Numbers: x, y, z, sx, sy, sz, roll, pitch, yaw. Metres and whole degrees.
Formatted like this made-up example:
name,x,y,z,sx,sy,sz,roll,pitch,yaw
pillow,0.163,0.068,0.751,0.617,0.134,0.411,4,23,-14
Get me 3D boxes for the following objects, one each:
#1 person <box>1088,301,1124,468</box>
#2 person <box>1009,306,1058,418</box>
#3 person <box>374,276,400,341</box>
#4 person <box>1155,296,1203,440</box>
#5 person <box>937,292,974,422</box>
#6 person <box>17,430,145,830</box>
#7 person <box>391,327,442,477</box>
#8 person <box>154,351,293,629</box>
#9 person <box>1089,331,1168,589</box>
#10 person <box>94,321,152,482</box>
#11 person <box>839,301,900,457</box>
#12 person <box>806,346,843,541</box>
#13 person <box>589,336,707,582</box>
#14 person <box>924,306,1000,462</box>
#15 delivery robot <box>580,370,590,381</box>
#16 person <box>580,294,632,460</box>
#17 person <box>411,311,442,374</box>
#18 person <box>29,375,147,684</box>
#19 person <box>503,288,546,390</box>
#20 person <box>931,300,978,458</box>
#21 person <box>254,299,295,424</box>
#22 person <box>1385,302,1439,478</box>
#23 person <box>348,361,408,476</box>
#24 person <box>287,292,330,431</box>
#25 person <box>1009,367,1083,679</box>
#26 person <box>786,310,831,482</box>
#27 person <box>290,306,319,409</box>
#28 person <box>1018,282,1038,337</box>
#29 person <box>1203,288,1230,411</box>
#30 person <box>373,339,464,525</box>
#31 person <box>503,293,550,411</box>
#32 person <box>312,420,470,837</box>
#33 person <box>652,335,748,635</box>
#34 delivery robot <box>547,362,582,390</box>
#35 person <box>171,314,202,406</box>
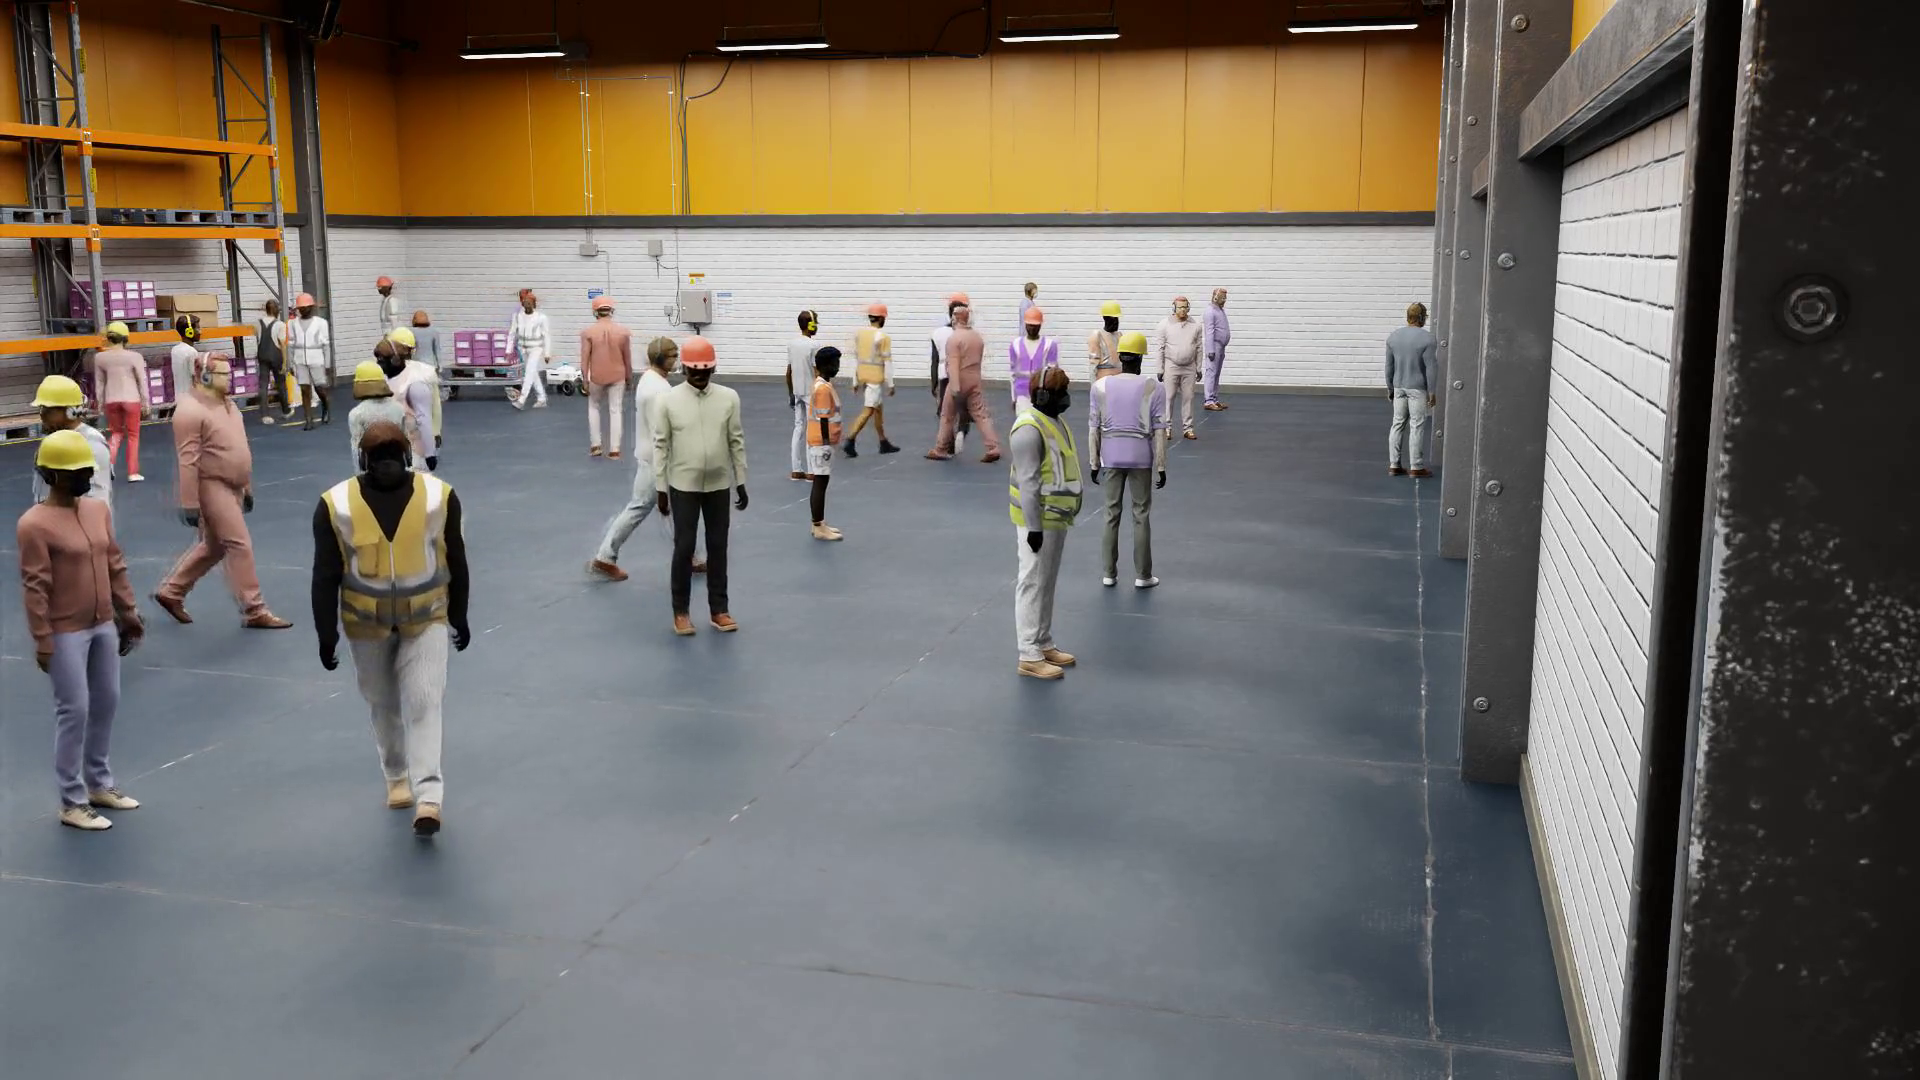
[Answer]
name,x,y,z,sx,sy,sz,roll,pitch,yaw
person,1.729,-1.807,19.304,0.379,1.924,0.594,9,13,40
person,0.820,-1.635,18.397,0.544,1.915,0.742,2,10,9
person,-10.195,-3.737,29.955,0.609,2.031,0.609,-7,12,-33
person,2.907,-2.268,22.006,0.645,1.903,0.401,-2,10,-10
person,-0.019,-2.674,24.349,0.558,1.893,1.019,-7,12,-36
person,-3.879,0.389,7.335,0.346,1.762,0.540,2,10,11
person,-4.962,-0.989,14.940,0.600,1.831,0.404,-3,11,-19
person,-4.996,-0.329,11.108,0.932,1.873,0.655,0,10,1
person,1.262,-0.596,12.450,0.594,1.924,0.381,3,11,19
person,-9.041,-1.481,17.955,0.537,1.758,0.424,0,10,0
person,-1.116,-1.961,20.277,0.971,1.895,0.552,-9,14,-42
person,-1.183,-0.843,14.516,0.325,1.690,0.536,-1,10,-7
person,-2.362,-0.614,12.688,1.031,1.893,0.629,-2,10,-10
person,0.065,-1.834,19.706,1.019,1.856,0.651,8,13,39
delivery robot,-6.106,-2.781,28.436,0.707,0.478,0.477,0,10,1
person,-4.252,-1.955,20.000,0.633,1.971,0.622,-4,11,-21
person,-8.069,-2.639,24.970,0.519,1.581,0.877,-7,12,-33
person,-5.159,-0.077,9.844,0.600,1.817,0.579,7,12,33
person,-7.809,-3.575,29.634,0.791,1.822,0.575,-2,10,-14
person,-0.063,-1.919,20.005,0.605,1.903,0.546,1,10,5
person,-9.970,-2.593,24.171,0.495,1.783,0.984,0,10,0
person,4.997,-1.655,18.413,0.354,1.937,0.635,-9,13,-40
person,-4.305,-0.457,12.275,0.759,1.717,0.505,9,13,41
person,-9.073,-2.496,23.228,0.556,1.924,0.562,-1,10,-5
person,0.520,-0.112,9.950,0.430,1.845,0.620,4,11,20
person,-1.667,-1.564,18.108,0.534,1.864,0.310,8,13,40
person,-10.345,-2.865,26.169,0.533,1.609,0.730,1,10,4
person,1.207,-3.514,28.937,0.372,1.940,0.632,2,10,10
person,4.022,-2.983,26.037,0.409,1.904,0.639,4,11,23
person,-4.543,-0.781,13.880,0.822,1.807,0.658,-9,14,-42
person,-6.734,-2.926,25.946,0.606,1.821,1.033,4,11,22
person,-2.473,0.383,7.262,0.655,1.794,0.963,-3,10,-17
person,-1.712,-0.366,11.009,0.631,1.979,0.421,-6,11,-29
delivery robot,-6.795,-2.830,28.713,0.707,0.478,0.477,6,11,30
person,-7.764,-1.343,16.841,0.538,1.869,0.312,9,13,41
